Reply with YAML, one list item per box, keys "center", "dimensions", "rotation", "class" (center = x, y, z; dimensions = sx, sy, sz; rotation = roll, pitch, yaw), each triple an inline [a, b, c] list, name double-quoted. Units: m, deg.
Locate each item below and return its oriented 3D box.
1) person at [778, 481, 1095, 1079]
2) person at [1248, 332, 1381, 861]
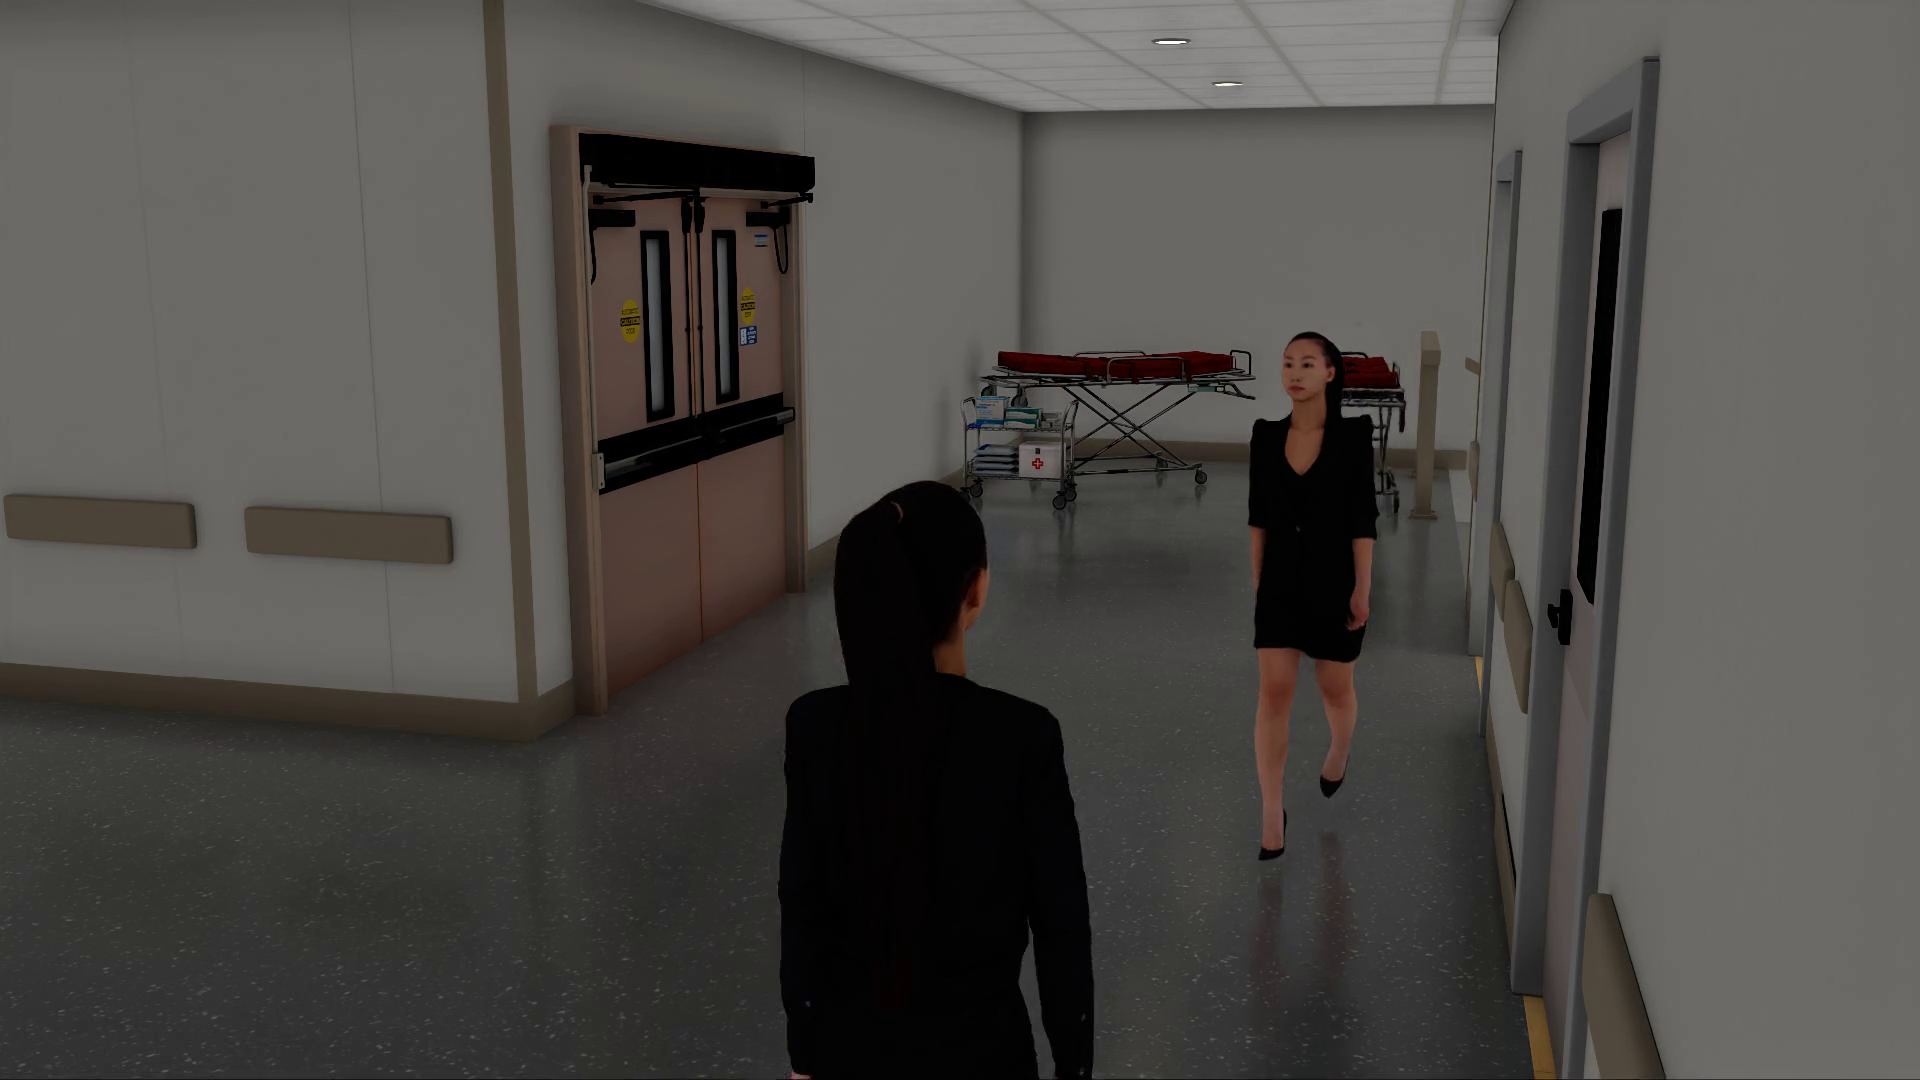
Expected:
- center: [-0.060, 0.784, 2.204]
  dimensions: [0.609, 1.692, 0.977]
  rotation: [3, 11, 17]
  class: "person"
- center: [1.182, 0.180, 5.464]
  dimensions: [0.702, 1.663, 1.050]
  rotation: [5, 12, 24]
  class: "person"
